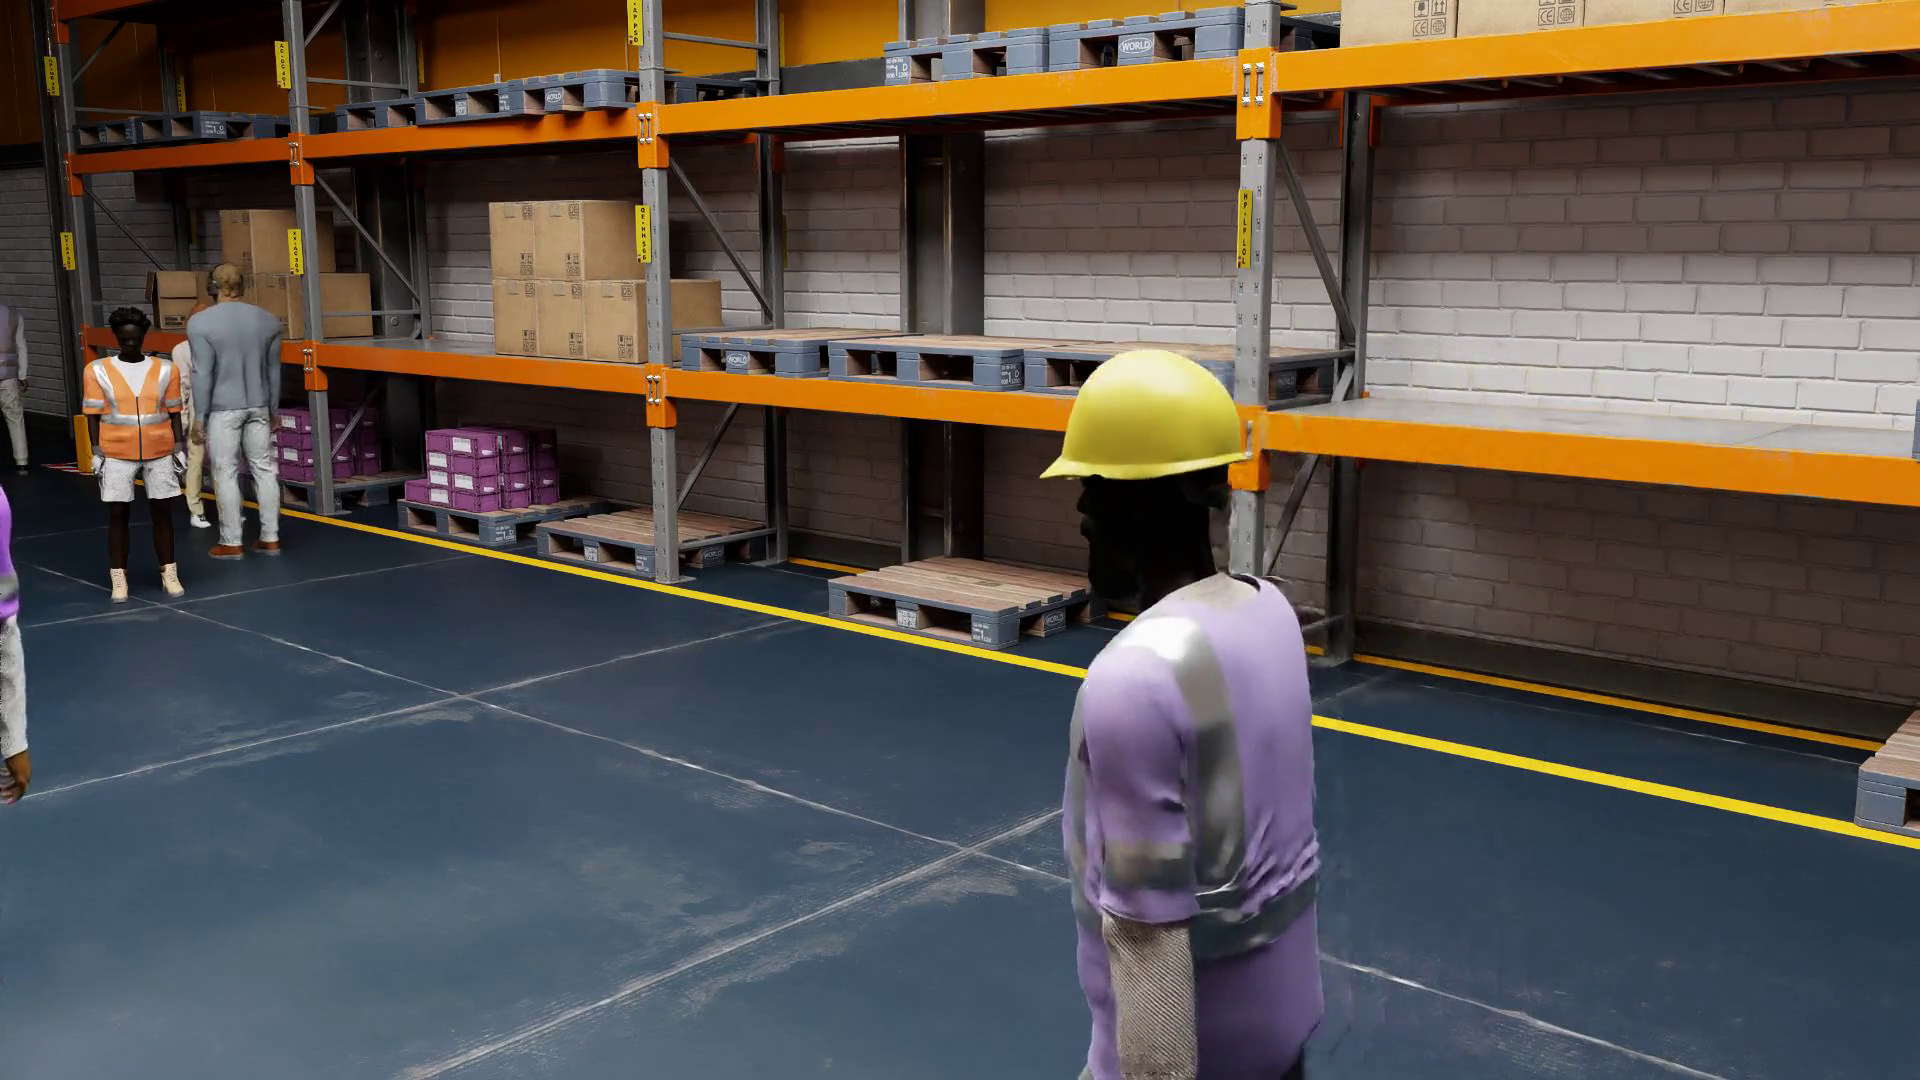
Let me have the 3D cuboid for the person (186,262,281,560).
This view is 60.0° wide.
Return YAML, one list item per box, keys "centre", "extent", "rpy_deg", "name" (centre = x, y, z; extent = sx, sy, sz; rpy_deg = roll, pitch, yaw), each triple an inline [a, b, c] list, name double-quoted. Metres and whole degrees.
- centre: [-4.754, -0.835, 10.862]
  extent: [0.500, 1.928, 0.671]
  rpy_deg: [7, 12, 34]
  name: "person"

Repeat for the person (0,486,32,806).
- centre: [-2.432, 0.432, 3.775]
  extent: [0.564, 1.888, 1.008]
  rpy_deg: [-5, 11, -24]
  name: "person"

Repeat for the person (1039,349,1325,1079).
- centre: [0.248, 0.668, 2.441]
  extent: [0.987, 1.873, 0.622]
  rpy_deg: [6, 12, 32]
  name: "person"

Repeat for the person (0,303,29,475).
- centre: [-8.585, -1.467, 14.739]
  extent: [0.591, 1.829, 0.404]
  rpy_deg: [-10, 14, -44]
  name: "person"

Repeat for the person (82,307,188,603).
- centre: [-4.726, -0.490, 9.564]
  extent: [0.533, 1.692, 0.319]
  rpy_deg: [-7, 12, -34]
  name: "person"

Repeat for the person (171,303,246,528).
- centre: [-5.477, -0.904, 12.112]
  extent: [0.286, 1.626, 0.493]
  rpy_deg: [6, 12, 30]
  name: "person"
